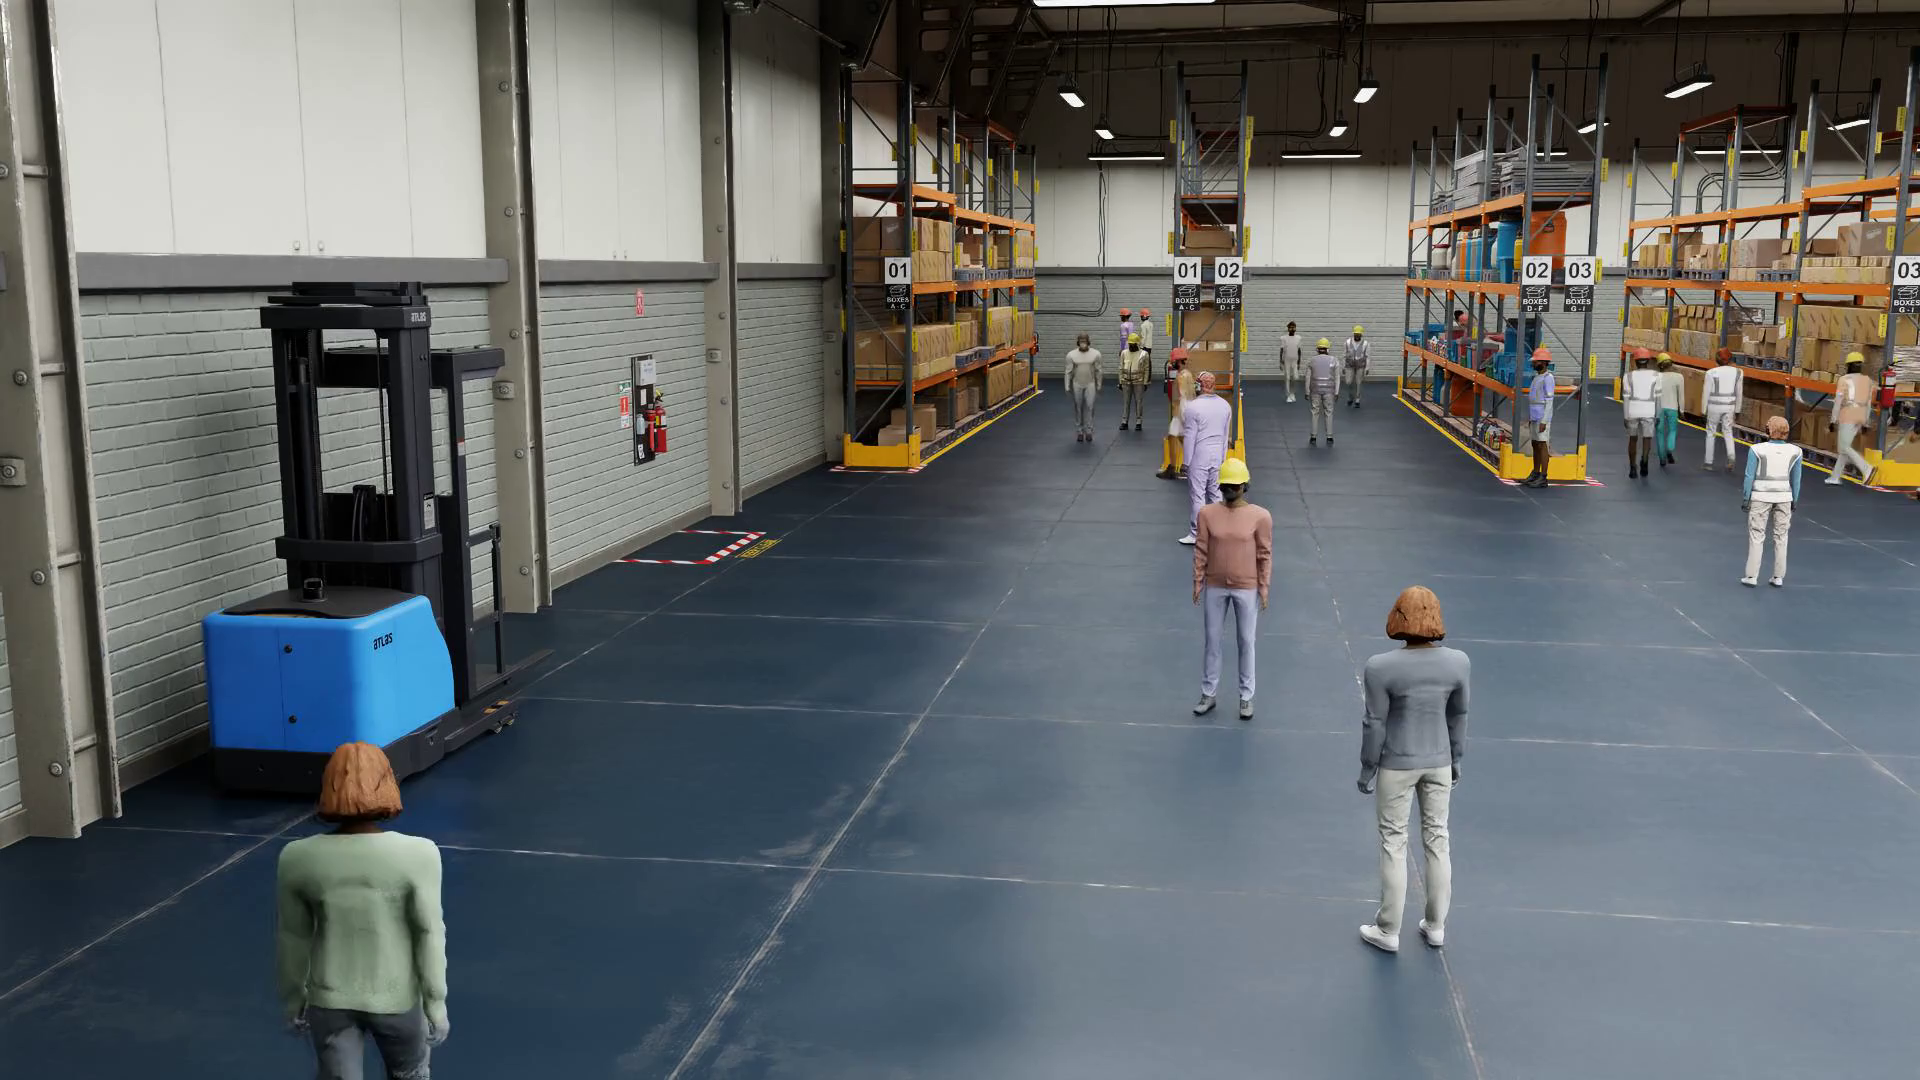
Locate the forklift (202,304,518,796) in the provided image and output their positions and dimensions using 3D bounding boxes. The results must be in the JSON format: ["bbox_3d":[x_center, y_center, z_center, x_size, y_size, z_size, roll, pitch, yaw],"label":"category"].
[{"bbox_3d":[-3.673,-0.038,10.147,1.129,2.768,1.873,1,9,9],"label":"forklift"}]

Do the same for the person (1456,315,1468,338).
[{"bbox_3d":[12.147,-4.427,39.921,0.669,1.955,0.431,-9,13,-42],"label":"person"}]

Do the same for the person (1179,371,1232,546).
[{"bbox_3d":[2.672,-0.900,18.329,0.640,1.909,0.409,-7,11,-35],"label":"person"}]

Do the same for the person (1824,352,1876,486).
[{"bbox_3d":[12.508,-1.675,23.206,0.647,1.882,0.758,-3,10,-19],"label":"person"}]

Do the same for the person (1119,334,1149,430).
[{"bbox_3d":[3.284,-3.003,31.559,0.587,1.822,0.403,4,10,22],"label":"person"}]

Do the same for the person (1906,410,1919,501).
[{"bbox_3d":[12.652,-1.407,21.389,0.631,1.938,1.067,-2,9,-13],"label":"person"}]

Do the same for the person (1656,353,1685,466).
[{"bbox_3d":[10.895,-2.017,25.690,0.557,1.742,0.378,4,10,23],"label":"person"}]

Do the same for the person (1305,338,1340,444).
[{"bbox_3d":[6.336,-2.608,29.095,0.596,1.828,0.403,2,9,13],"label":"person"}]

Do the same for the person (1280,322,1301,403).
[{"bbox_3d":[7.538,-4.052,37.929,0.530,1.849,0.499,0,9,-1],"label":"person"}]

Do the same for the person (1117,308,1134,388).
[{"bbox_3d":[4.239,-4.930,42.765,0.382,2.041,0.616,5,11,29],"label":"person"}]

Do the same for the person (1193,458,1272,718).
[{"bbox_3d":[1.827,0.322,11.231,0.533,1.765,0.330,3,10,21],"label":"person"}]

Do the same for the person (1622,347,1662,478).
[{"bbox_3d":[9.861,-1.837,24.086,0.551,1.915,0.659,4,10,21],"label":"person"}]

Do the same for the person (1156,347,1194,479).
[{"bbox_3d":[3.293,-1.835,24.097,0.764,1.914,0.553,3,10,20],"label":"person"}]

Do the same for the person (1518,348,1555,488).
[{"bbox_3d":[8.084,-1.713,23.233,0.347,1.943,0.544,0,9,-2],"label":"person"}]

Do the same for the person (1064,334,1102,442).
[{"bbox_3d":[2.161,-2.662,29.224,0.665,1.892,0.981,1,9,6],"label":"person"}]

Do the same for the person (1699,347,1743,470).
[{"bbox_3d":[11.457,-1.966,25.024,0.594,1.867,0.667,0,9,-1],"label":"person"}]

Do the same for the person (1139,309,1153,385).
[{"bbox_3d":[4.919,-5.133,44.154,0.374,1.997,0.613,5,10,27],"label":"person"}]

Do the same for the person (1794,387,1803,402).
[{"bbox_3d":[17.521,-3.413,34.761,0.516,1.611,0.742,-1,9,-6],"label":"person"}]

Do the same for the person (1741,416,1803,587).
[{"bbox_3d":[7.753,-0.367,15.893,0.519,1.633,0.311,1,9,6],"label":"person"}]

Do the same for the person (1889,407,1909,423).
[{"bbox_3d":[18.086,-3.210,32.632,0.641,1.886,1.016,-8,13,-42],"label":"person"}]

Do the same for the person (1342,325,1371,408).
[{"bbox_3d":[8.713,-3.813,36.578,0.620,1.808,0.545,3,10,21],"label":"person"}]

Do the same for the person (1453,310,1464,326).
[{"bbox_3d":[13.284,-5.185,44.587,0.380,1.959,0.608,-3,10,-19],"label":"person"}]

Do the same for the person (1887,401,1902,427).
[{"bbox_3d":[17.357,-2.930,30.870,0.595,1.900,0.462,3,10,19],"label":"person"}]

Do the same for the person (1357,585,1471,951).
[{"bbox_3d":[2.006,1.010,7.386,0.500,1.633,0.284,-2,9,-12],"label":"person"}]

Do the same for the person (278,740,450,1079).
[{"bbox_3d":[-1.812,1.396,5.096,0.521,1.603,0.703,0,9,-3],"label":"person"}]
